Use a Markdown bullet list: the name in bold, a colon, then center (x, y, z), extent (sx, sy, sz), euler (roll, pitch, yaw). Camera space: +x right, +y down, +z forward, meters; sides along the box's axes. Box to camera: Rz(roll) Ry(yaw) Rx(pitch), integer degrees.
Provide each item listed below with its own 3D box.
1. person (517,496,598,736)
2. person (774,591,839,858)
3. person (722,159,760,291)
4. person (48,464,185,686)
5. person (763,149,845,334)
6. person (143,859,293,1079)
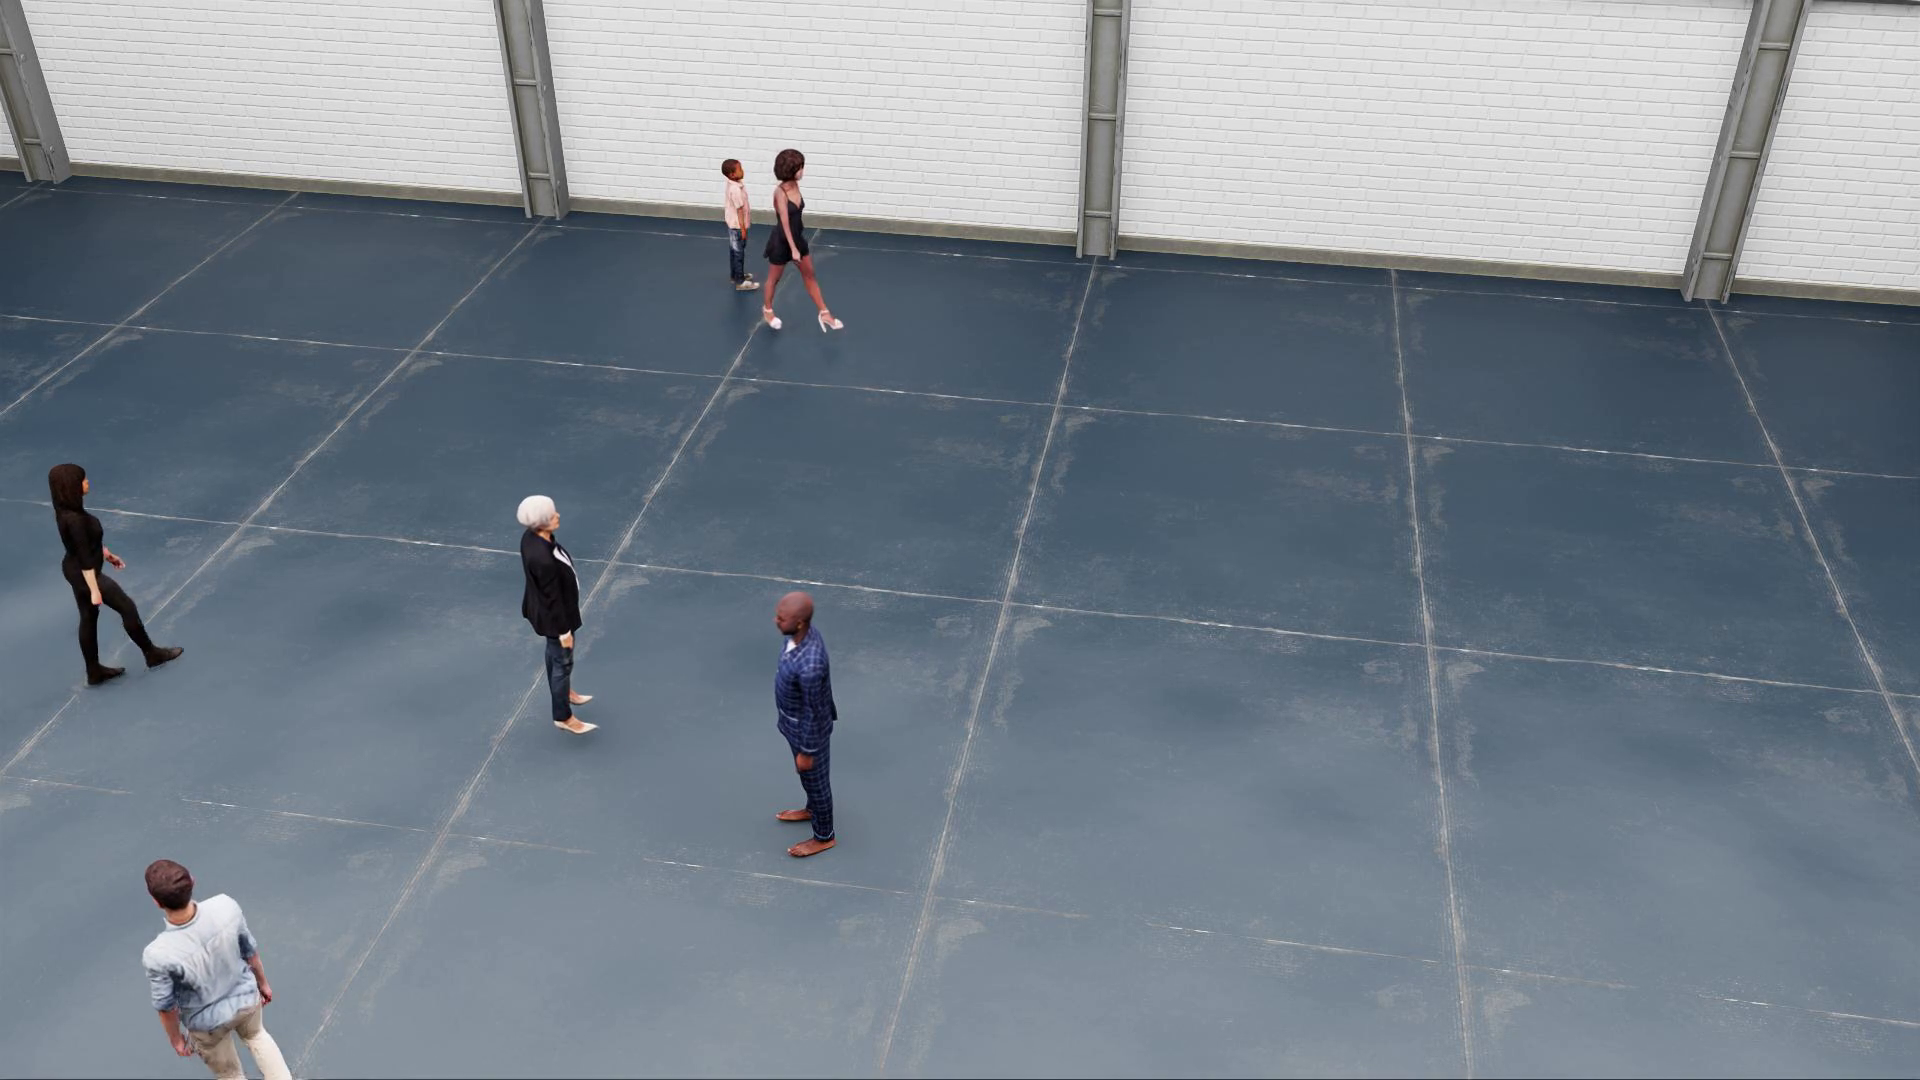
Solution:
- **person**: center (-2.520, 0.424, 10.382), extent (0.740, 1.780, 0.818), euler (-9, 35, -14)
- **person**: center (-0.884, 1.030, 9.574), extent (0.752, 1.820, 0.754), euler (-8, 35, -12)
- **person**: center (-2.182, -3.098, 16.248), extent (0.599, 1.307, 0.580), euler (-11, 35, -16)
- **person**: center (-5.797, 0.269, 10.897), extent (0.889, 1.622, 0.868), euler (-27, 42, -35)
- **person**: center (-1.665, -2.714, 15.273), extent (1.141, 1.746, 0.816), euler (18, 37, 25)
- **person**: center (-3.395, 2.225, 7.756), extent (0.898, 1.842, 0.829), euler (23, 40, 31)
